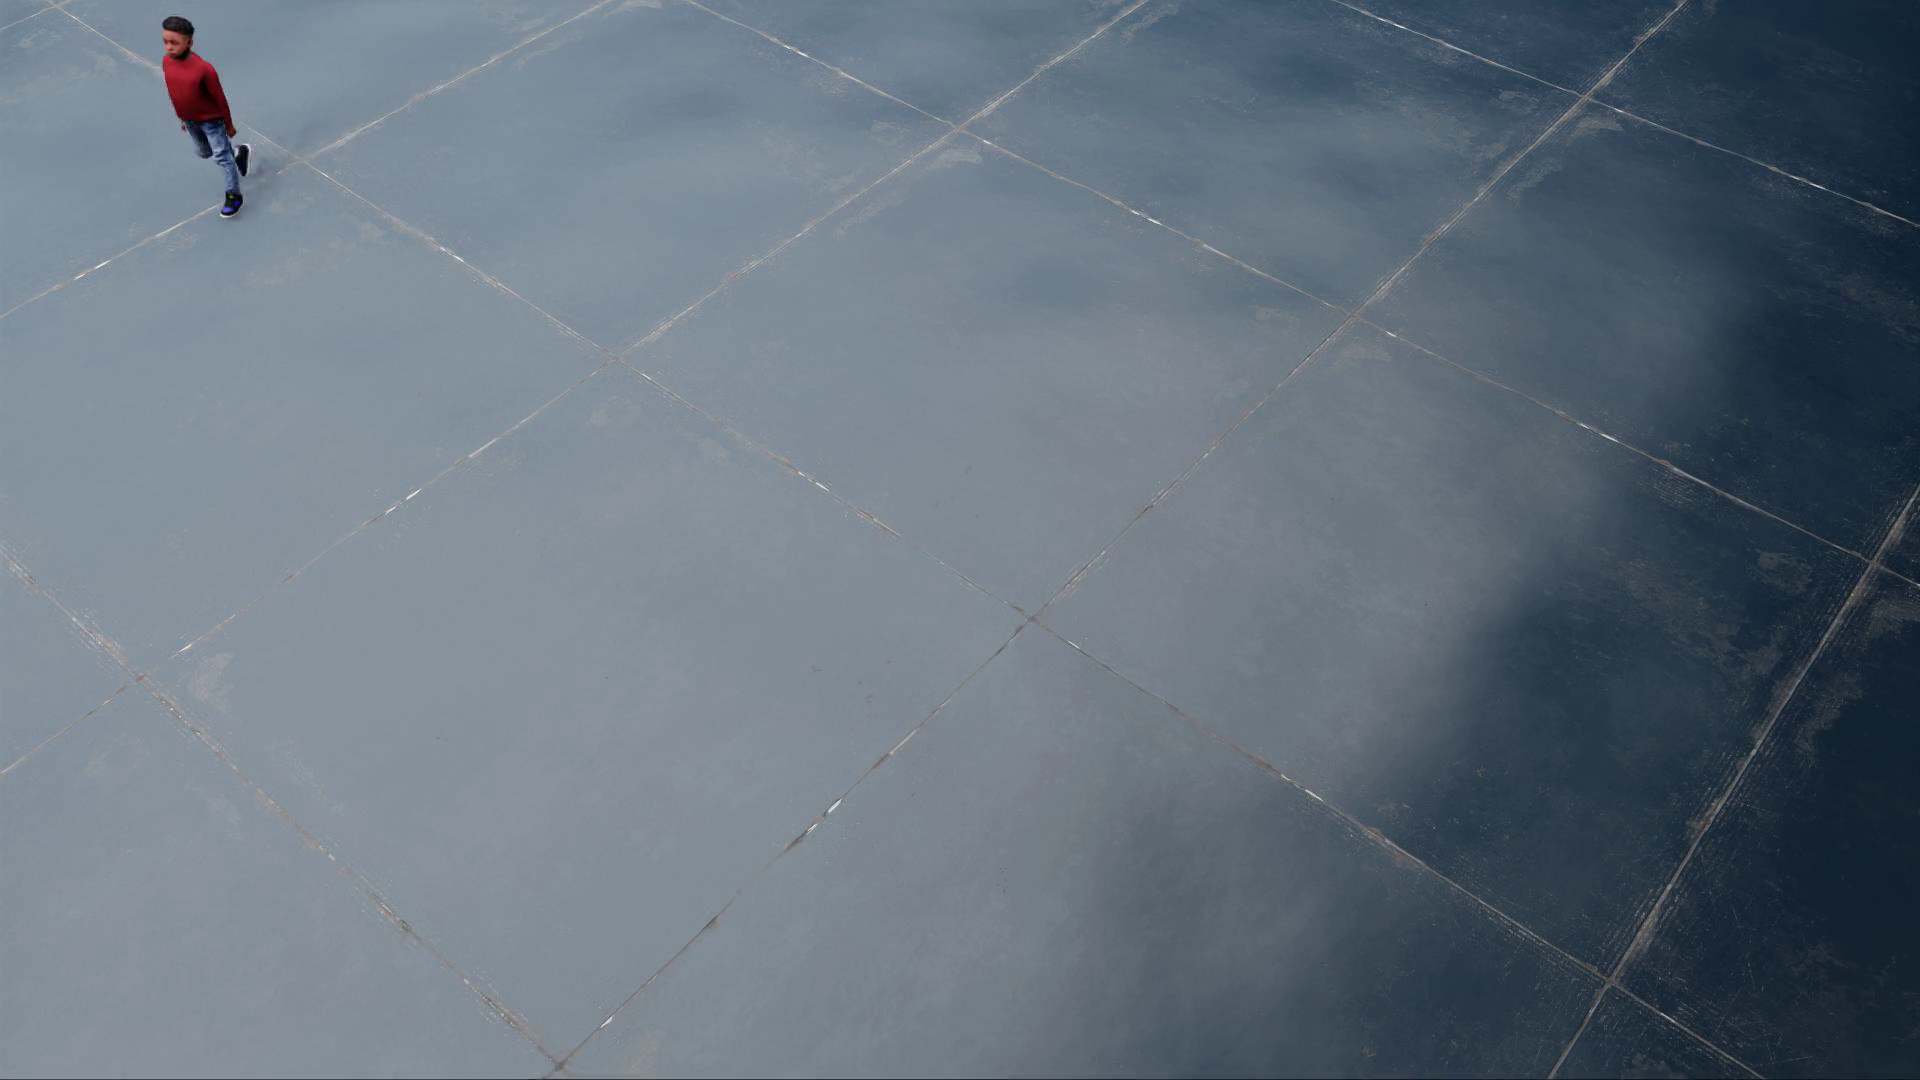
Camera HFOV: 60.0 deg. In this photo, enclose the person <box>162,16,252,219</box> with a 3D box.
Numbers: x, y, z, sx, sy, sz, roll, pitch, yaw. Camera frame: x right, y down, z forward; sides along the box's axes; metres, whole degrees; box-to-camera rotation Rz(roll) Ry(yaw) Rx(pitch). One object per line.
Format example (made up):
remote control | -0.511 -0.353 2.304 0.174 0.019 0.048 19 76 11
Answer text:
person | -4.513 -2.585 9.990 0.643 1.243 0.790 14 49 13
